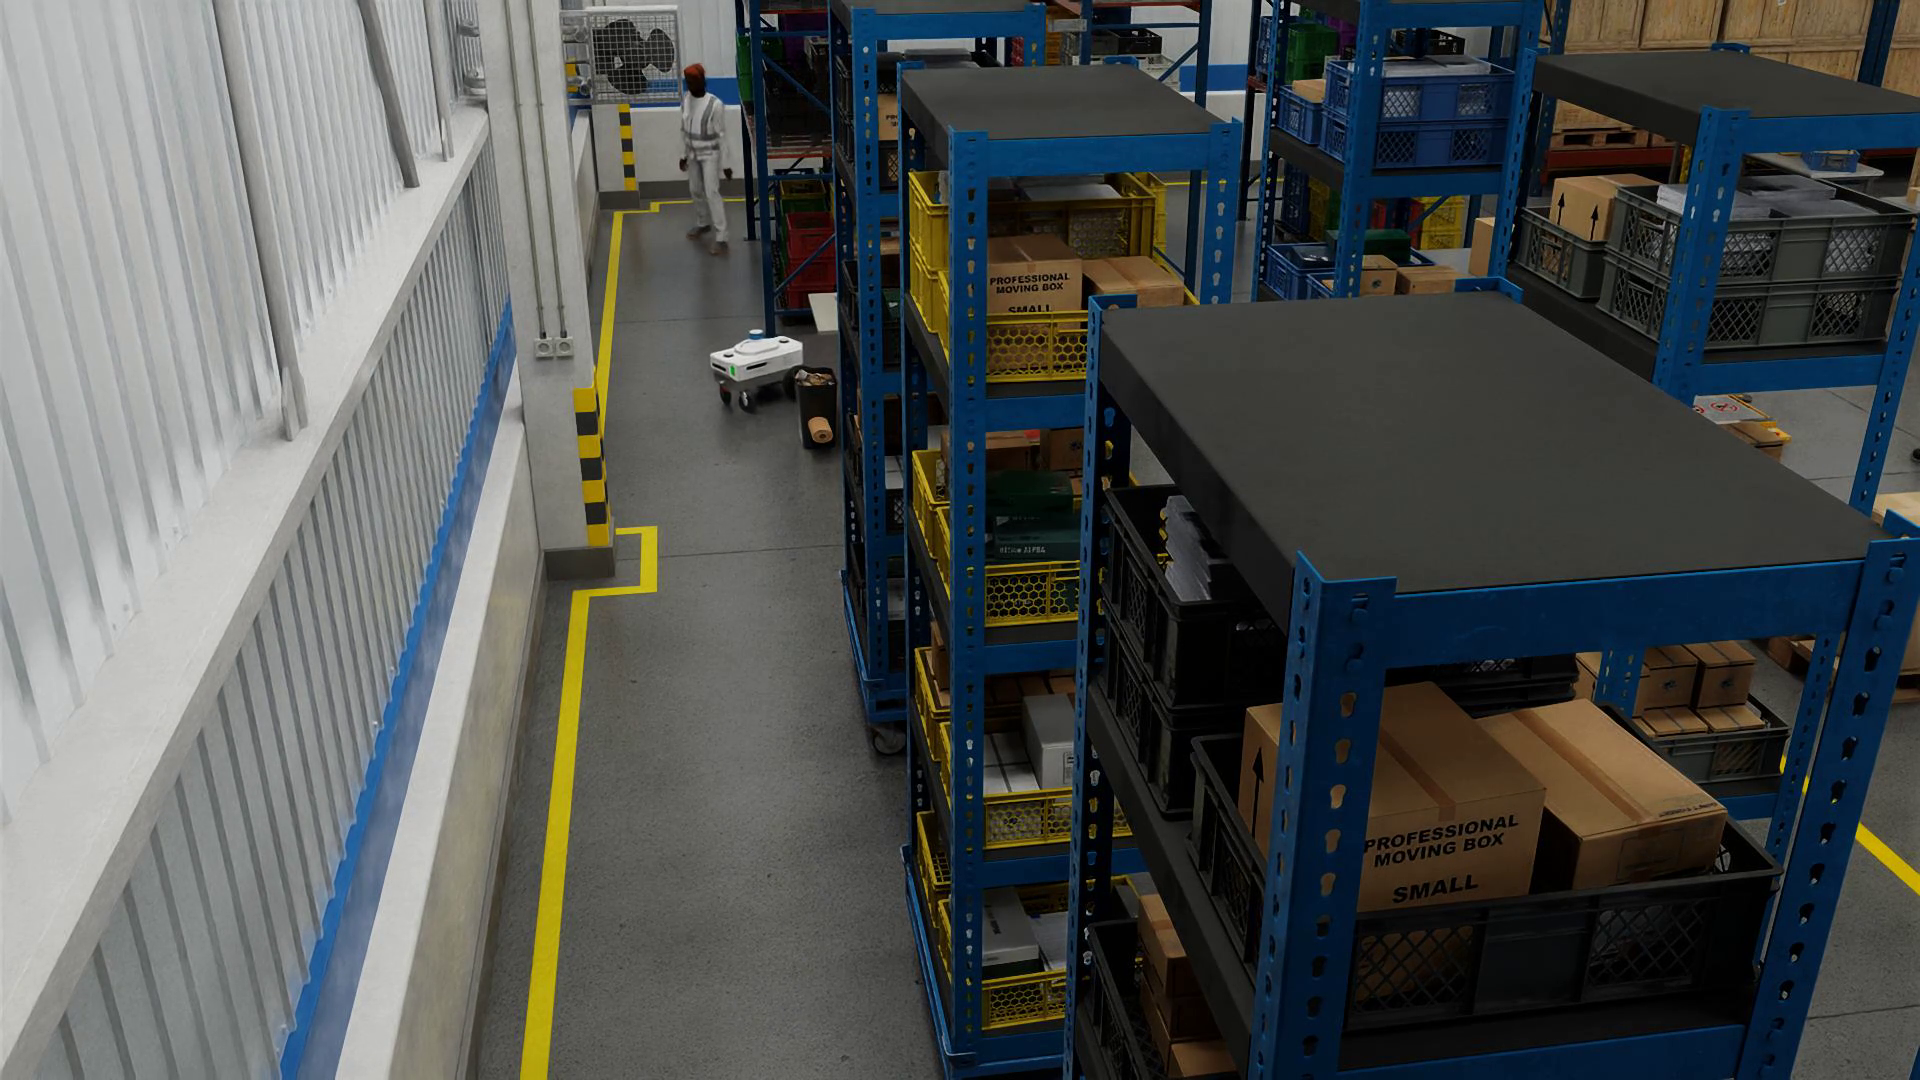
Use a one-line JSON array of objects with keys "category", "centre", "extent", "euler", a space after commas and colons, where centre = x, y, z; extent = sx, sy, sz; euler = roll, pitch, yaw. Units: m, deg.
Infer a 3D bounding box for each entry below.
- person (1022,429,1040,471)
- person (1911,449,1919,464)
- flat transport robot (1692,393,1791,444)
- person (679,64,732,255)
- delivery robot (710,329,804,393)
[{"category": "person", "centre": [0.294, 0.347, 7.473], "extent": [0.608, 1.989, 0.386], "euler": [-11, 27, -22]}, {"category": "person", "centre": [6.933, -1.358, 11.363], "extent": [0.601, 1.830, 0.403], "euler": [5, 25, 11]}, {"category": "flat transport robot", "centre": [5.224, -0.859, 12.132], "extent": [1.431, 0.197, 0.652], "euler": [-4, 25, -8]}, {"category": "person", "centre": [-2.589, -3.876, 16.828], "extent": [0.783, 1.850, 0.539], "euler": [20, 31, 37]}, {"category": "delivery robot", "centre": [-1.562, -1.379, 12.817], "extent": [0.707, 0.478, 0.477], "euler": [-20, 31, -37]}]
